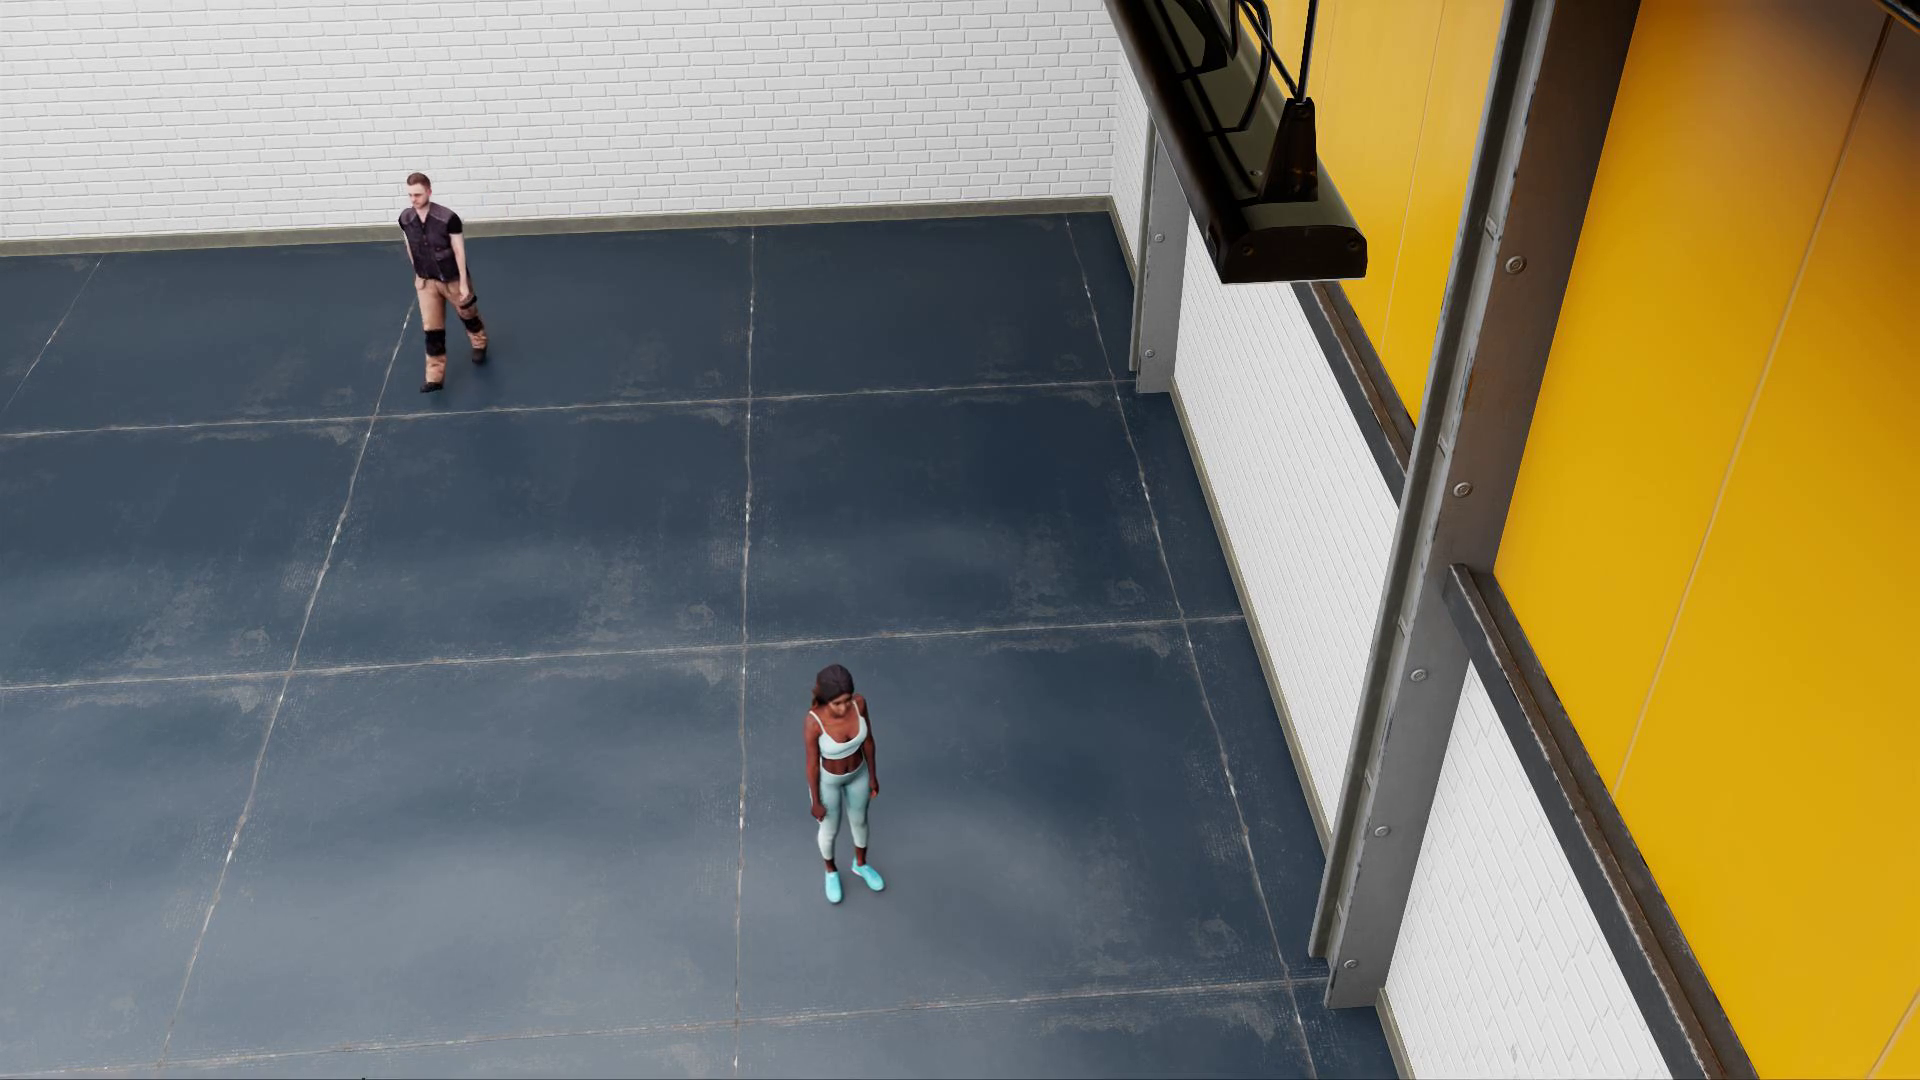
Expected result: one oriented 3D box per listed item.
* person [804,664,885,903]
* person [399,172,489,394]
[{"bbox_3d":[-0.654,1.309,9.094,0.647,1.724,0.662,-21,43,-24],"label":"person"},{"bbox_3d":[-4.102,-2.143,13.364,0.839,1.789,1.214,3,39,4],"label":"person"}]
